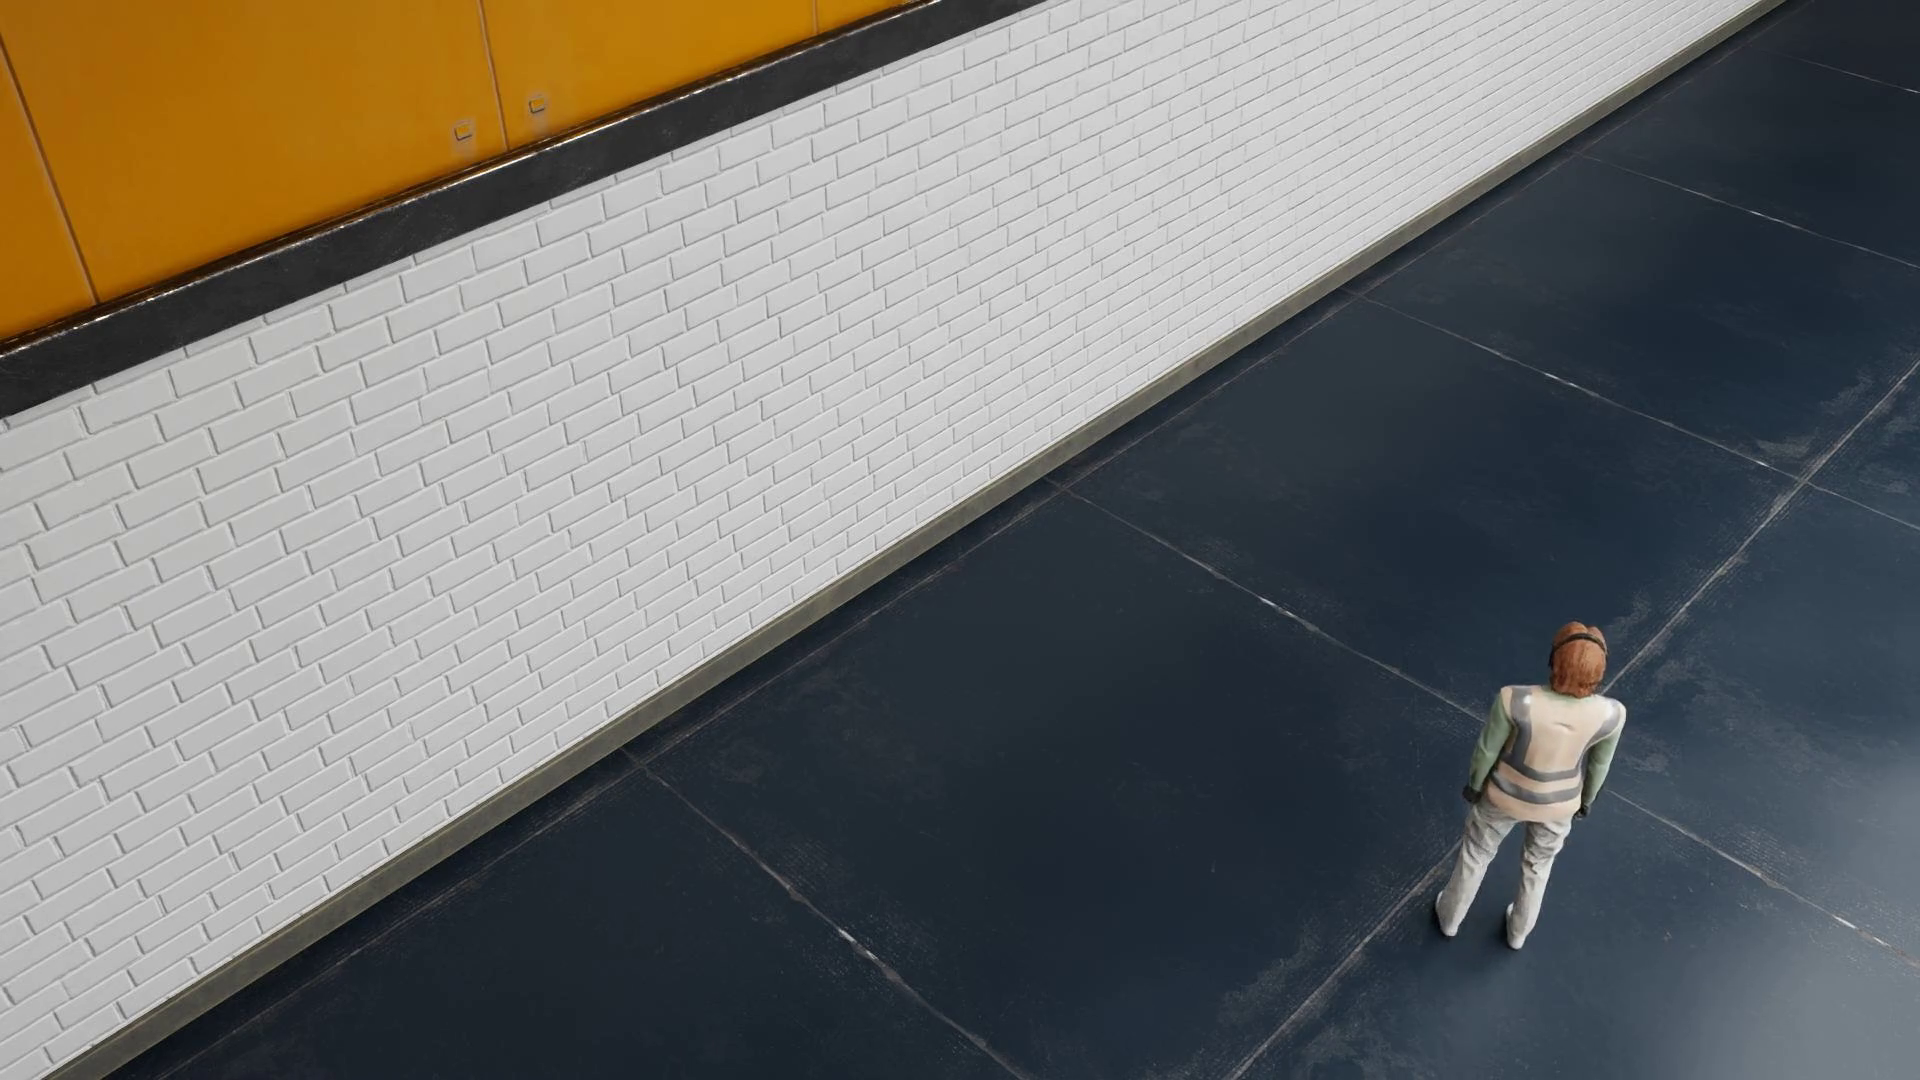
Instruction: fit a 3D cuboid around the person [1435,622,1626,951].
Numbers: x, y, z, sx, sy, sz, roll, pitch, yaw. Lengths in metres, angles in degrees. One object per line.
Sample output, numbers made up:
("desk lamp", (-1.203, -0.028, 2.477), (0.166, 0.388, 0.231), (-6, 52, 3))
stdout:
("person", (2.257, 1.007, 6.571), (0.518, 1.627, 0.317), (5, 39, 6))
